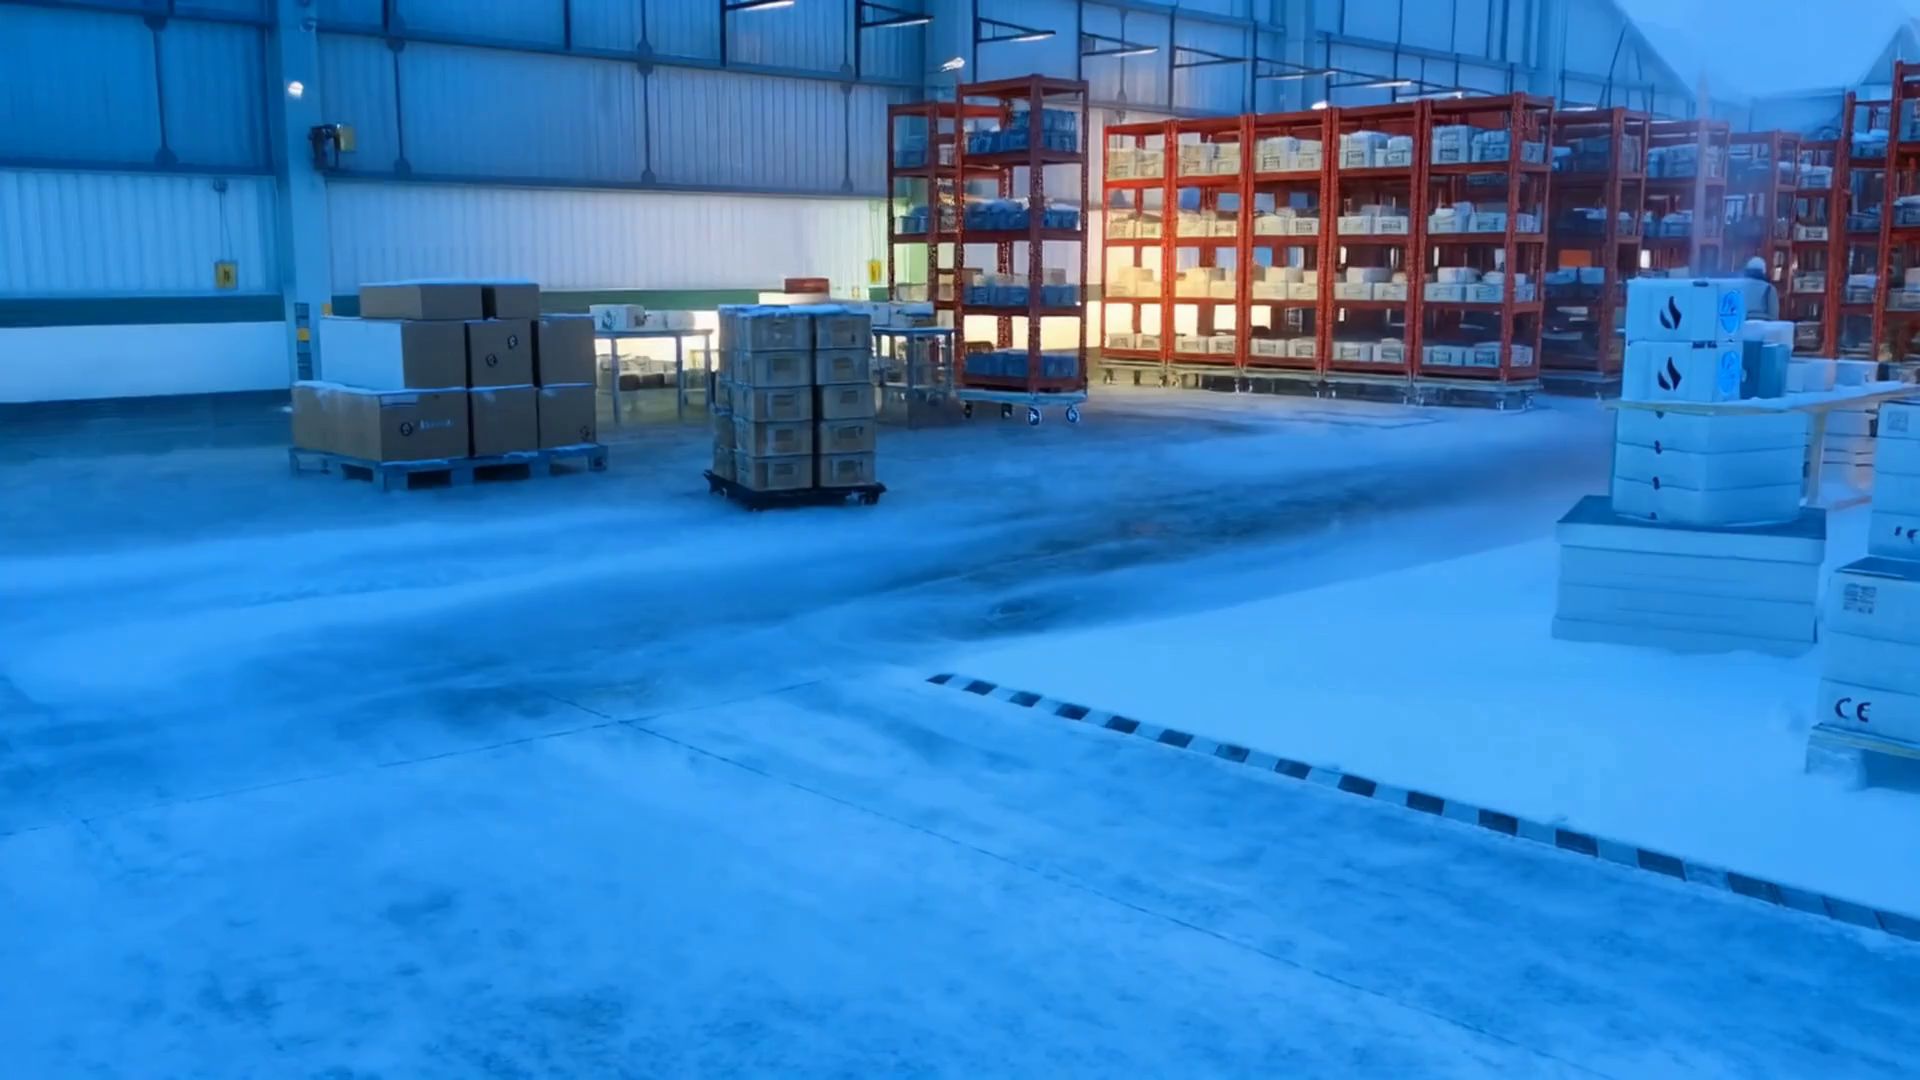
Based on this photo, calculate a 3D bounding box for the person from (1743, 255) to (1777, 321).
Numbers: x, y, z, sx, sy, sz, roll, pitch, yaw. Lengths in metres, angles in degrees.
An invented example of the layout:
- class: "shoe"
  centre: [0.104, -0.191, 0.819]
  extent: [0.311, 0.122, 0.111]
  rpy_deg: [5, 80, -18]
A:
- class: "person"
  centre: [10.050, -2.713, 21.170]
  extent: [0.596, 1.805, 0.775]
  rpy_deg: [7, 12, 35]
